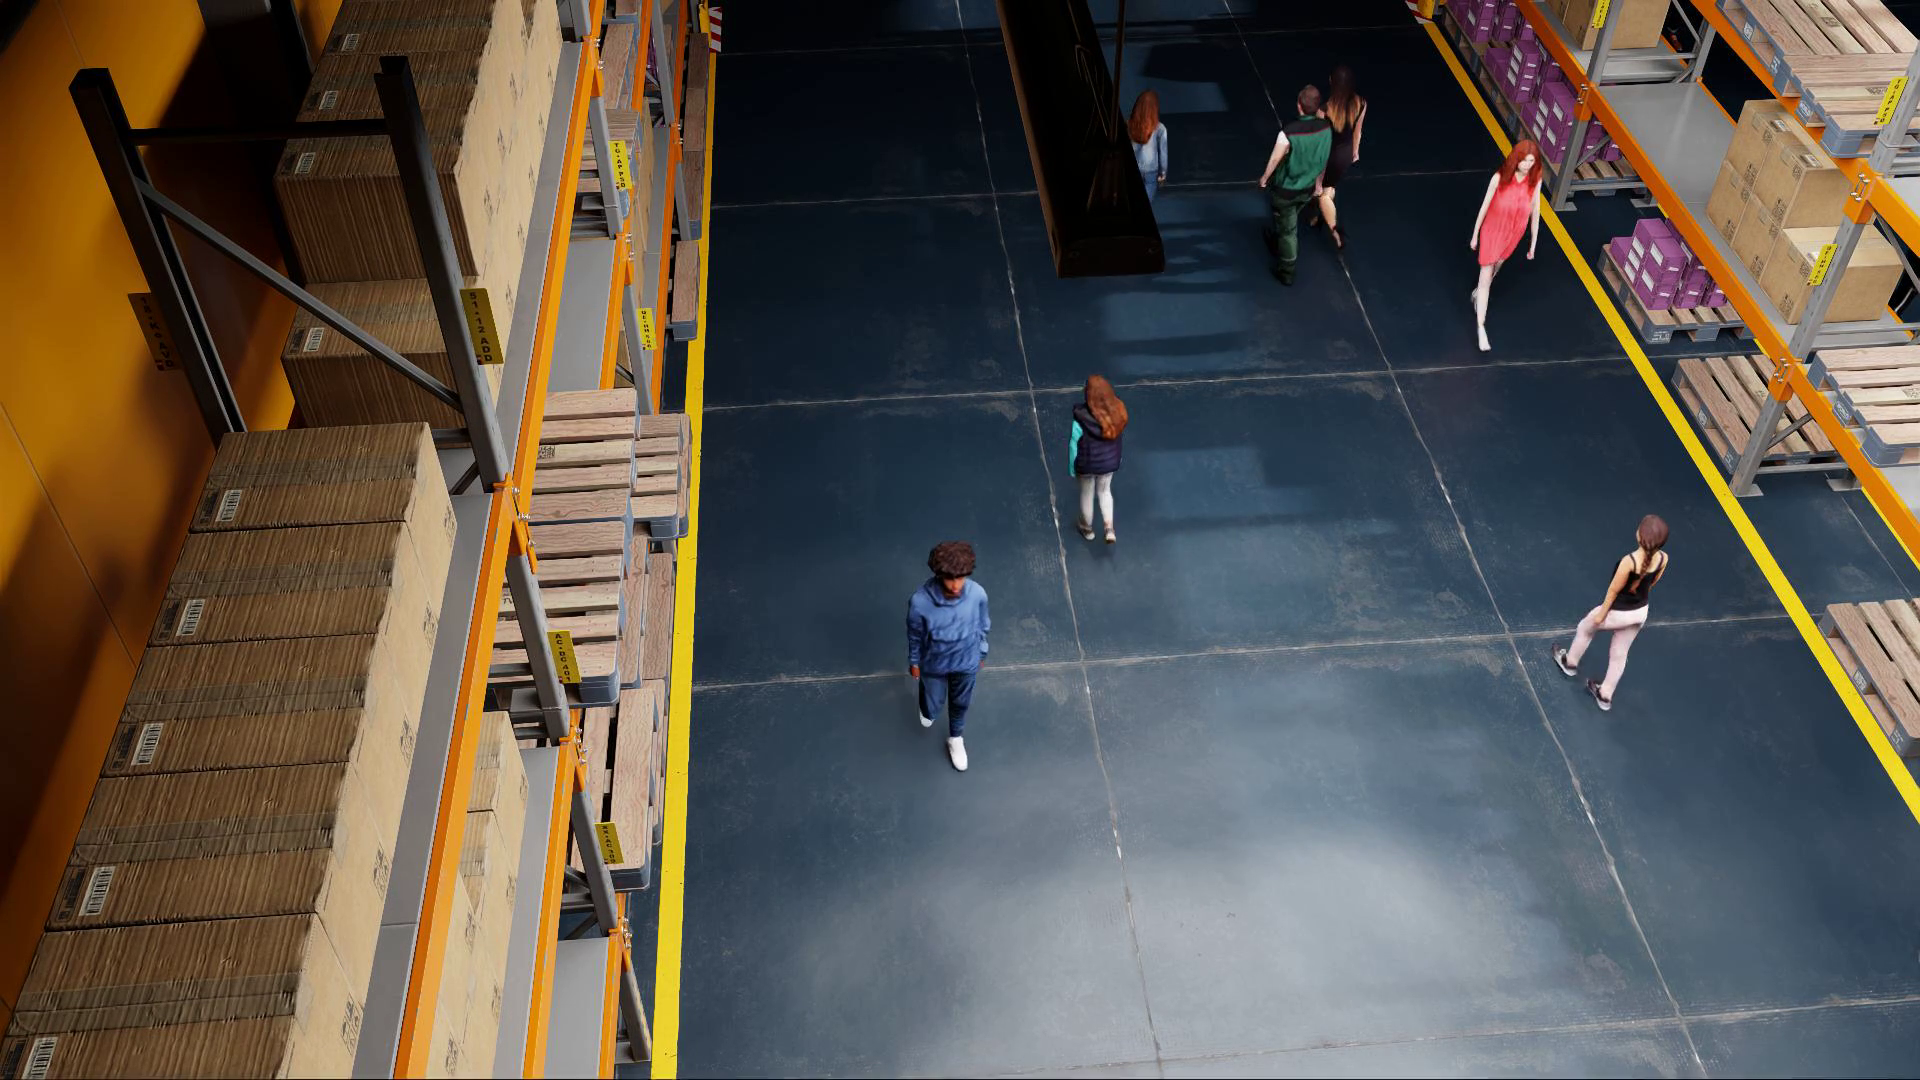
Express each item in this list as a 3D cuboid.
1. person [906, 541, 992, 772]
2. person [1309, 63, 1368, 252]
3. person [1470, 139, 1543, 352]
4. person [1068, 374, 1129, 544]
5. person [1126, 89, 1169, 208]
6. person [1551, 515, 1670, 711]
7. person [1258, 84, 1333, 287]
[{"bbox_3d":[-0.093,0.653,10.322,0.735,1.799,0.821,-8,44,-9],"label":"person"},{"bbox_3d":[3.302,-3.296,14.544,0.814,1.693,1.058,-14,45,-14],"label":"person"},{"bbox_3d":[4.426,-2.521,13.665,0.652,1.784,1.114,-1,44,-1],"label":"person"},{"bbox_3d":[0.992,-0.528,11.781,0.680,1.497,0.792,-15,46,-15],"label":"person"},{"bbox_3d":[1.585,-3.248,14.663,0.880,1.460,1.010,21,48,21],"label":"person"},{"bbox_3d":[4.278,0.511,10.659,0.595,1.540,0.835,-8,44,-8],"label":"person"},{"bbox_3d":[2.856,-2.980,14.122,0.818,1.819,1.028,-14,45,-15],"label":"person"}]
